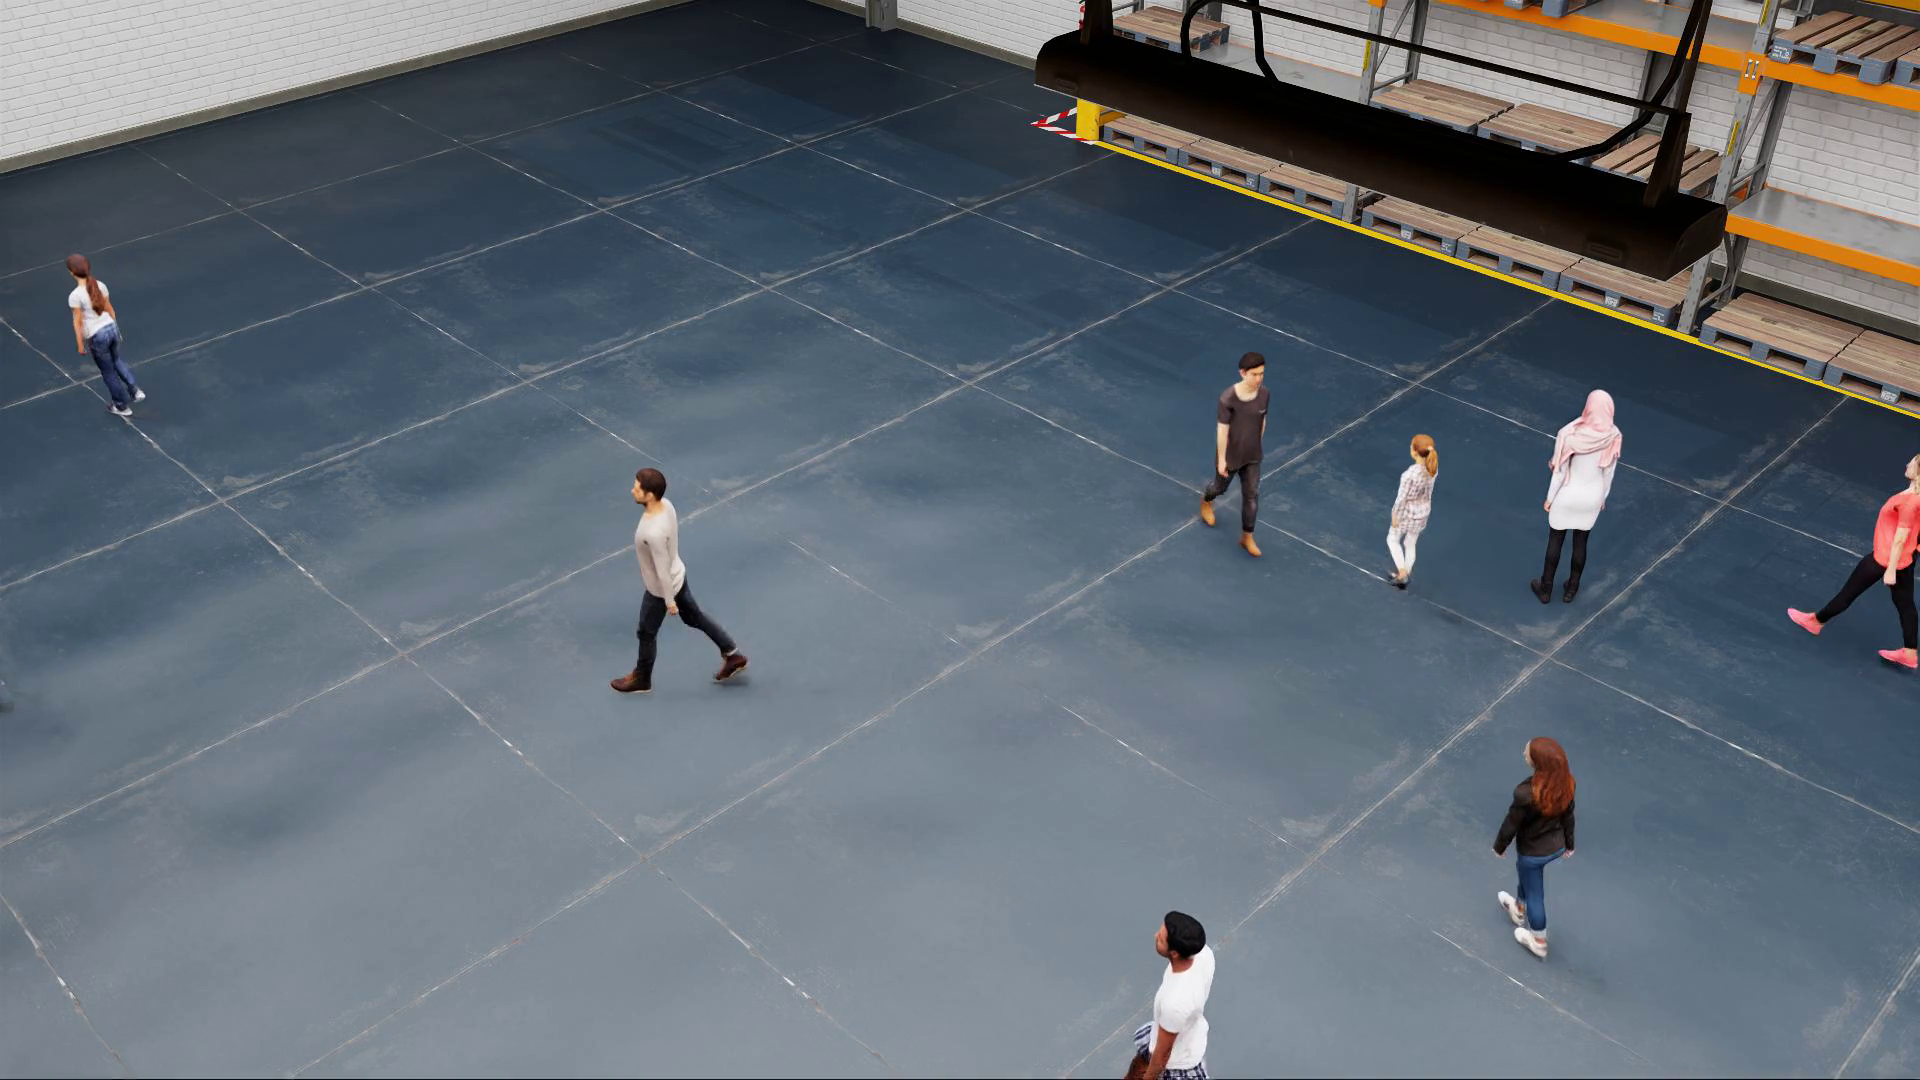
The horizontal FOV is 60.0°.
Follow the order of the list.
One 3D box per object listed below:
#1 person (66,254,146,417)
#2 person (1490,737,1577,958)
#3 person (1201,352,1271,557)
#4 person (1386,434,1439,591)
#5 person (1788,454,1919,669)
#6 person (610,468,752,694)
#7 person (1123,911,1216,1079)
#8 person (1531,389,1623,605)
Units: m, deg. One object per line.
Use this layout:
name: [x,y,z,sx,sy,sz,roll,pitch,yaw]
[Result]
person: [-7.643,-1.819,14.890,0.704,1.555,0.638,13,36,19]
person: [3.383,1.790,9.557,0.676,1.448,0.782,-12,36,-18]
person: [2.158,-0.745,13.147,0.924,1.695,1.144,-10,35,-15]
person: [3.485,-0.166,12.641,0.619,1.291,0.655,-16,37,-23]
person: [6.708,0.186,11.796,0.598,1.641,1.132,-29,43,-36]
person: [-1.933,0.301,11.449,1.243,1.833,1.189,0,34,0]
person: [1.144,2.544,8.212,1.216,1.681,0.995,10,35,15]
person: [4.605,-0.316,12.402,0.733,1.805,0.800,2,34,3]
